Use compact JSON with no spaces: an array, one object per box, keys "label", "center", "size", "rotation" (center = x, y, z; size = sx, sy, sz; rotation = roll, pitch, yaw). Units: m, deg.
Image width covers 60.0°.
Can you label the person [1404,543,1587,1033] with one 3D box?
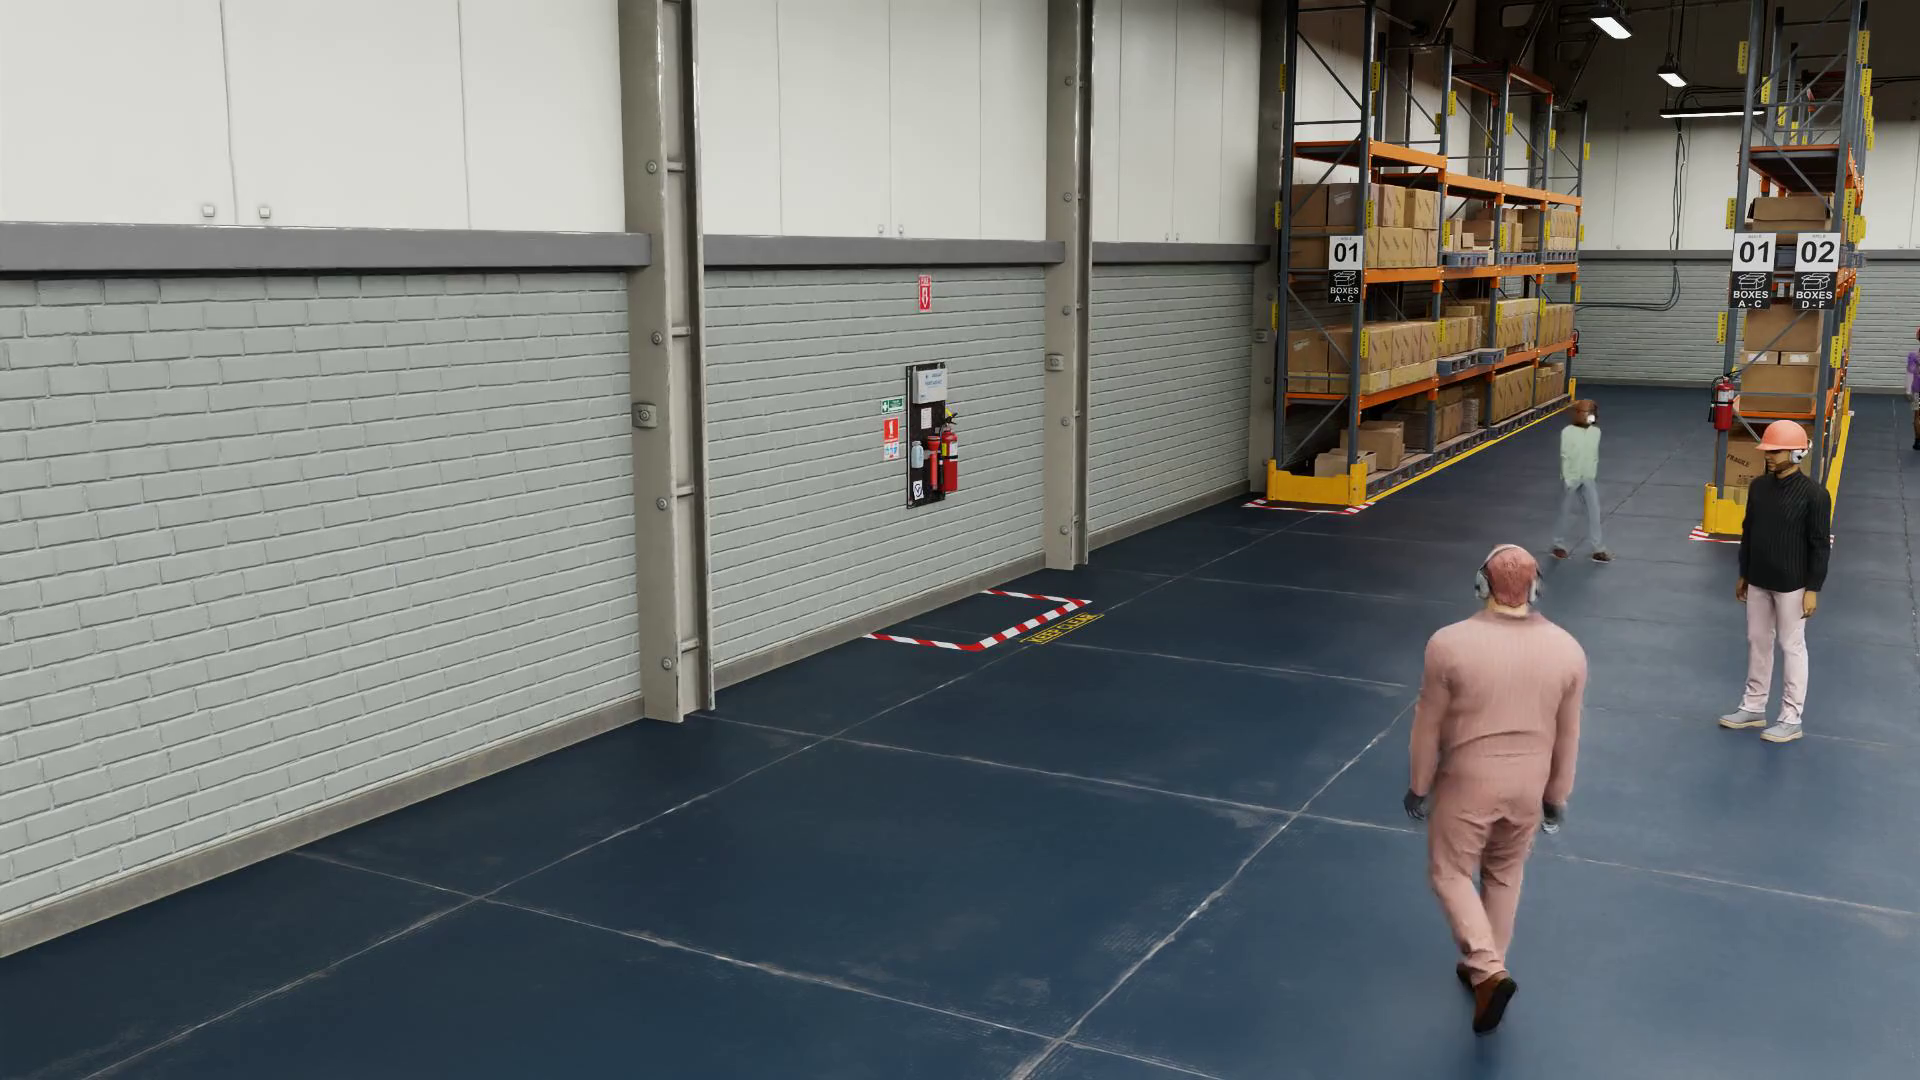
[{"label":"person","center":[2.088,0.956,6.478],"size":[0.652,1.888,0.725],"rotation":[-1,10,-6]}]

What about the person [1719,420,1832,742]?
[{"label":"person","center":[5.064,0.249,10.314],"size":[0.395,1.993,0.616],"rotation":[-3,10,-19]}]

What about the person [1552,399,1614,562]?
[{"label":"person","center":[6.092,-0.565,16.243],"size":[0.514,1.602,0.778],"rotation":[-3,10,-18]}]

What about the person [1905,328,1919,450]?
[{"label":"person","center":[14.878,-2.324,25.635],"size":[0.567,1.910,0.585],"rotation":[4,10,22]}]
